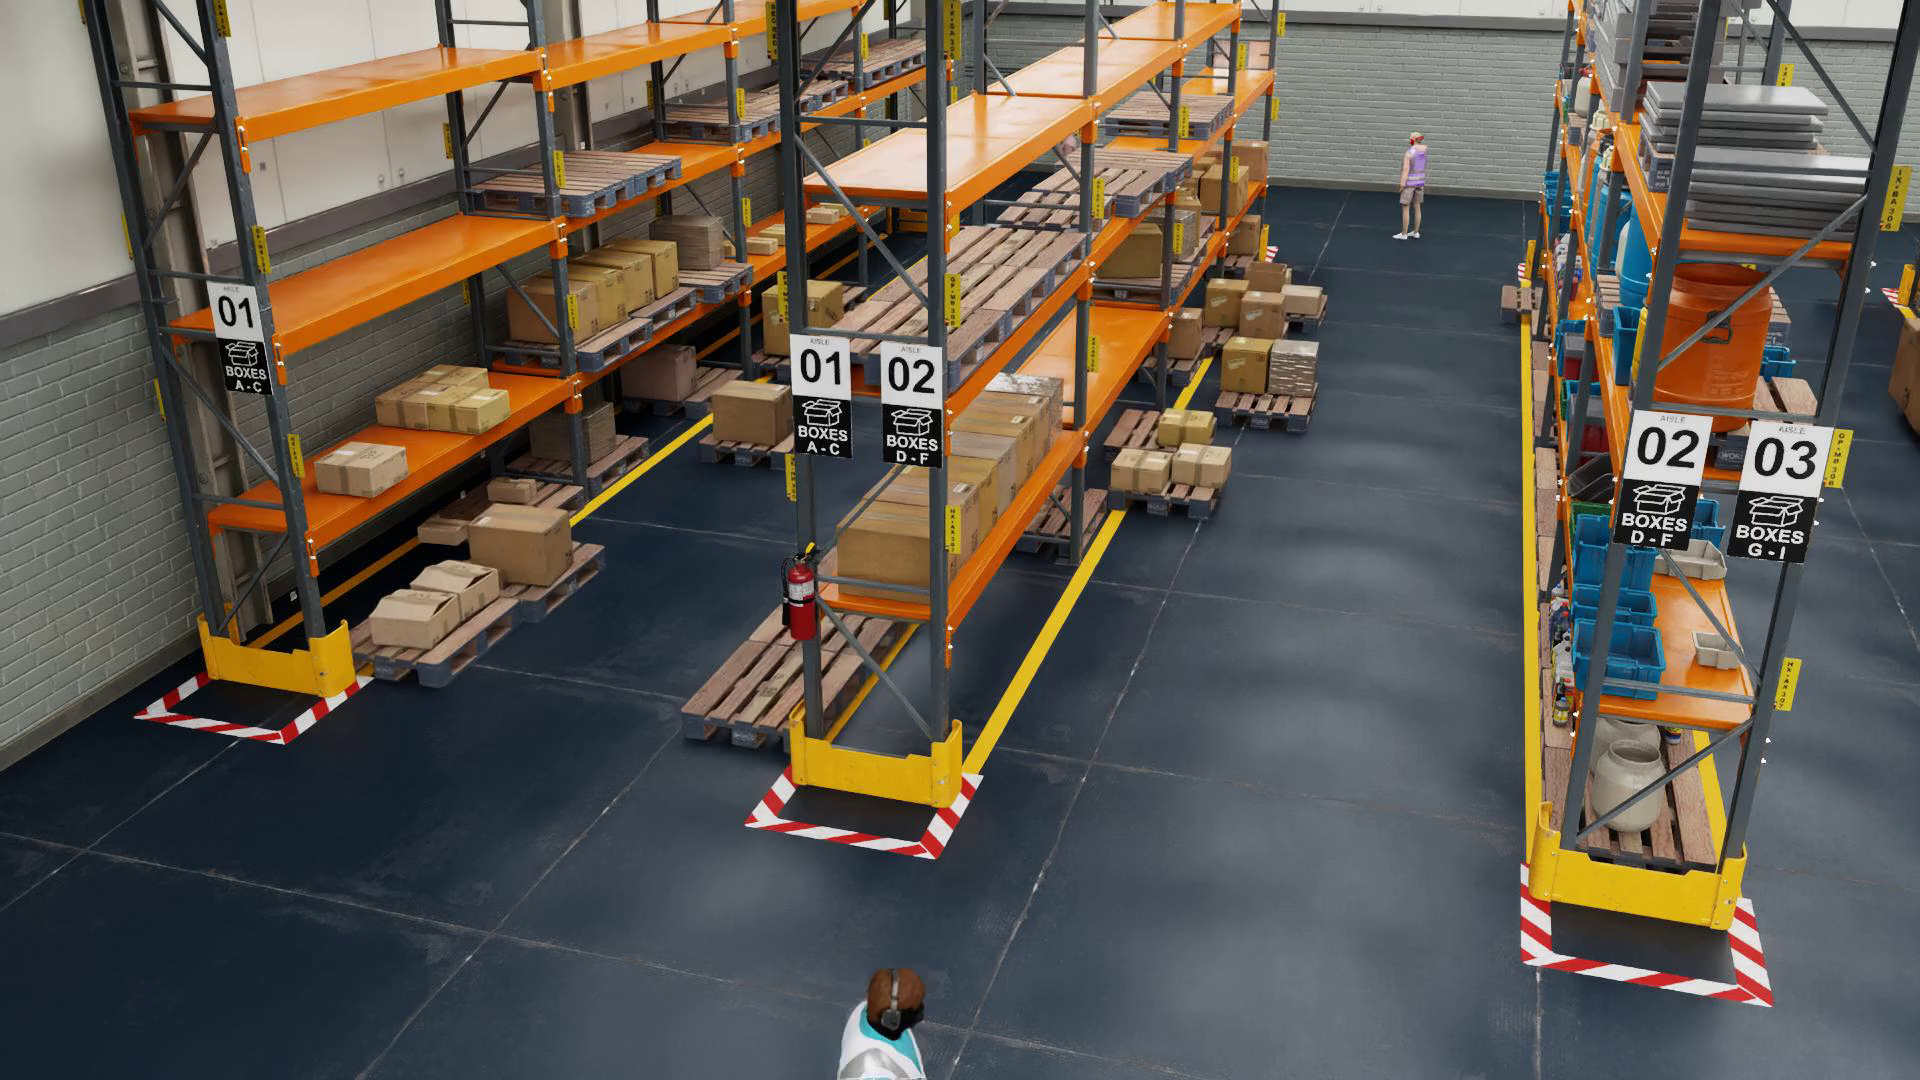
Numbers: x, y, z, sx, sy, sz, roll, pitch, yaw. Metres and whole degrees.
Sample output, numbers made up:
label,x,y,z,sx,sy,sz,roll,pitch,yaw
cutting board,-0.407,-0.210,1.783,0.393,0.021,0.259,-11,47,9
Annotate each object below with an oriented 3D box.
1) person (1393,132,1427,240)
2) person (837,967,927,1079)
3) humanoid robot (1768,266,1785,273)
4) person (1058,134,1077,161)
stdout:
label,x,y,z,sx,sy,sz,roll,pitch,yaw
person,7.177,-5.614,26.401,0.490,1.687,0.351,-14,27,-29
person,-0.230,2.619,7.148,0.788,1.810,0.641,2,23,4
humanoid robot,11.725,-4.663,24.266,0.601,1.621,0.790,-20,30,-38
person,1.741,-5.901,26.925,0.335,1.799,0.526,3,24,8
